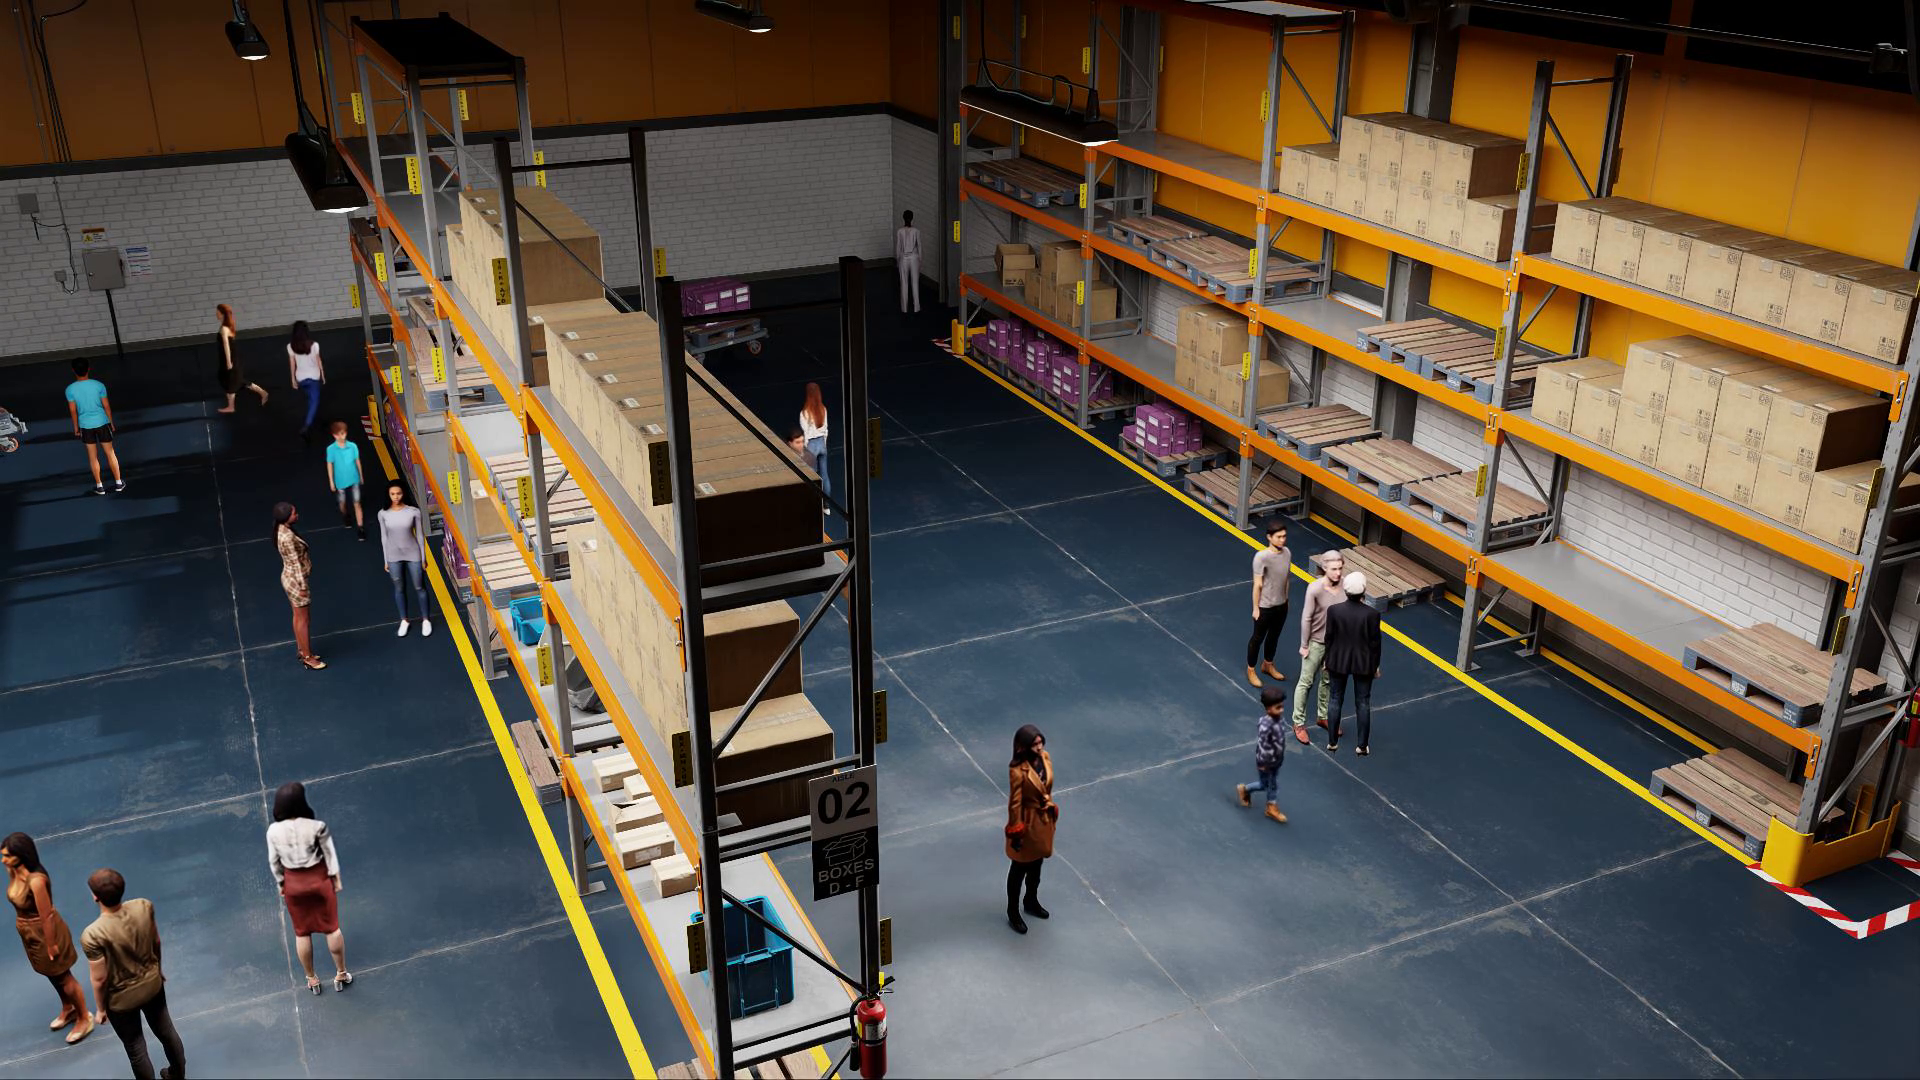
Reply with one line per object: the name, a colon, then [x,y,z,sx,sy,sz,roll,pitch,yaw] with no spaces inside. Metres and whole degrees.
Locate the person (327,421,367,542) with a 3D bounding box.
person: [-7.322,-0.745,19.826,0.553,1.425,0.945,-9,25,-20]

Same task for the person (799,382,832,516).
person: [-1.770,-1.099,20.257,0.636,1.728,0.609,-21,31,-39]

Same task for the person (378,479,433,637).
person: [-5.782,0.168,17.350,0.662,1.736,0.636,-2,24,-5]

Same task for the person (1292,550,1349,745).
person: [3.369,0.951,15.389,0.687,1.872,0.582,-9,25,-20]

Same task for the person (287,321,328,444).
person: [-8.899,-2.115,22.682,0.998,1.648,1.176,3,24,8]

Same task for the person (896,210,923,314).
person: [-0.884,-4.809,28.689,0.669,1.773,0.666,0,24,0]

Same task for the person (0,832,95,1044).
person: [-6.348,2.742,11.528,0.591,1.683,0.698,17,29,33]

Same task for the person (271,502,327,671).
person: [-6.632,0.453,16.624,0.658,1.794,0.506,-13,27,-27]

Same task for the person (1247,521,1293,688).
person: [3.063,0.597,16.386,0.625,1.722,0.545,-13,27,-28]

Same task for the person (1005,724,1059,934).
person: [0.537,2.187,12.750,0.728,1.720,0.773,21,31,39]

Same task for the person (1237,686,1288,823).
person: [2.616,1.809,14.215,0.622,1.240,0.774,-21,31,-40]

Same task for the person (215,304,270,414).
person: [-10.347,-2.585,23.813,0.787,1.603,0.947,-4,24,-10]

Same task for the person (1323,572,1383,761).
person: [3.383,1.055,14.211,0.832,1.783,0.804,9,25,19]

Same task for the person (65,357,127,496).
person: [-10.923,-1.446,20.990,0.622,1.777,0.527,-12,26,-26]

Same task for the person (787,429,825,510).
person: [-1.834,-0.486,18.909,0.744,1.686,1.117,-16,28,-32]

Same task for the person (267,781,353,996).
person: [-4.688,2.509,11.977,0.643,1.750,0.590,-4,24,-10]

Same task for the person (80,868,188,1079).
person: [-5.400,2.938,10.869,0.780,1.852,0.747,11,26,24]
